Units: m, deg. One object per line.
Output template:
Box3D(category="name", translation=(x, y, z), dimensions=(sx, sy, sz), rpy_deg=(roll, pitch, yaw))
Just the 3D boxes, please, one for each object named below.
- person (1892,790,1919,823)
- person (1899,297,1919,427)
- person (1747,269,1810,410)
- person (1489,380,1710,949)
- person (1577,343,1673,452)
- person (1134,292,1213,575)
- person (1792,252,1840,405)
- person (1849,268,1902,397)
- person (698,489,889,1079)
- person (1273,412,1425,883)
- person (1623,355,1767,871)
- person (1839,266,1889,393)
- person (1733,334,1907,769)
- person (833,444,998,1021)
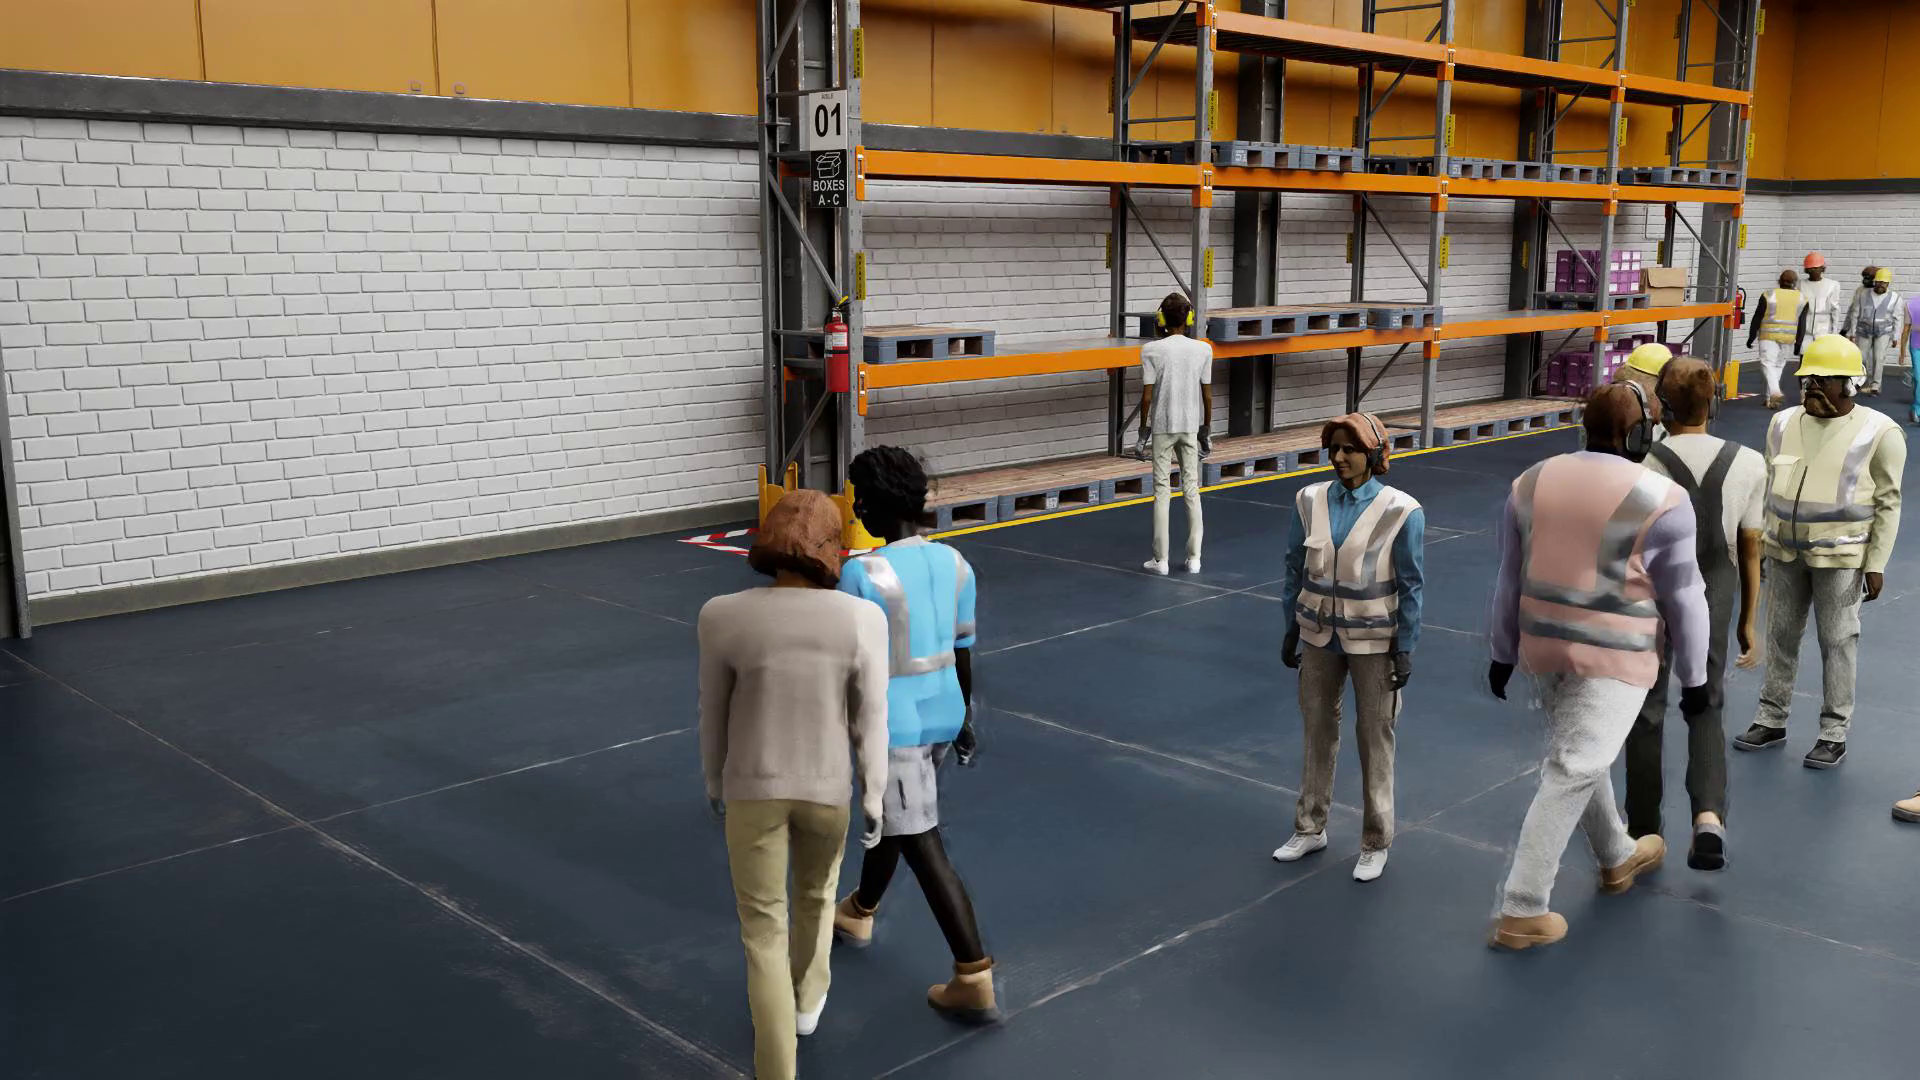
Box3D(category="person", translation=(3.846, 0.112, 6.125), dimensions=(0.390, 2.045, 0.607), rpy_deg=(-5, 11, -25))
Box3D(category="person", translation=(11.429, -2.245, 19.640), dimensions=(0.587, 1.802, 0.960), rpy_deg=(3, 11, 14))
Box3D(category="person", translation=(10.614, -2.589, 21.541), dimensions=(0.648, 1.820, 0.861), rpy_deg=(1, 10, 5))
Box3D(category="person", translation=(2.074, 0.383, 5.355), dimensions=(0.973, 1.785, 0.640), rpy_deg=(-6, 12, -30))
Box3D(category="person", translation=(3.271, -0.113, 8.218), dimensions=(0.510, 1.710, 0.479), rpy_deg=(5, 12, 27))
Box3D(category="person", translation=(1.419, -0.699, 11.039), dimensions=(0.526, 1.865, 0.315), rpy_deg=(-2, 11, -9))
Box3D(category="person", translation=(11.182, -2.756, 21.830), dimensions=(0.628, 2.019, 0.422), rpy_deg=(4, 11, 22))
Box3D(category="person", translation=(12.771, -2.893, 23.203), dimensions=(0.616, 1.796, 0.666), rpy_deg=(7, 12, 33))
Box3D(category="person", translation=(-0.438, 0.659, 4.373), dimensions=(0.486, 1.587, 0.786), rpy_deg=(-3, 11, -16))
Box3D(category="person", translation=(1.364, 0.367, 5.840), dimensions=(0.520, 1.640, 0.307), rpy_deg=(9, 13, 39))
Box3D(category="person", translation=(2.497, 0.280, 5.770), dimensions=(0.541, 1.834, 0.542), rpy_deg=(1, 10, 7))
Box3D(category="person", translation=(12.795, -2.962, 23.559), dimensions=(0.817, 1.806, 0.643), rpy_deg=(-2, 11, -10))
Box3D(category="person", translation=(3.631, 0.046, 7.062), dimensions=(0.404, 1.831, 0.600), rpy_deg=(-7, 13, -34))
Box3D(category="person", translation=(-0.178, 0.539, 4.901), dimensions=(0.874, 1.642, 0.522), rpy_deg=(7, 13, 34))
